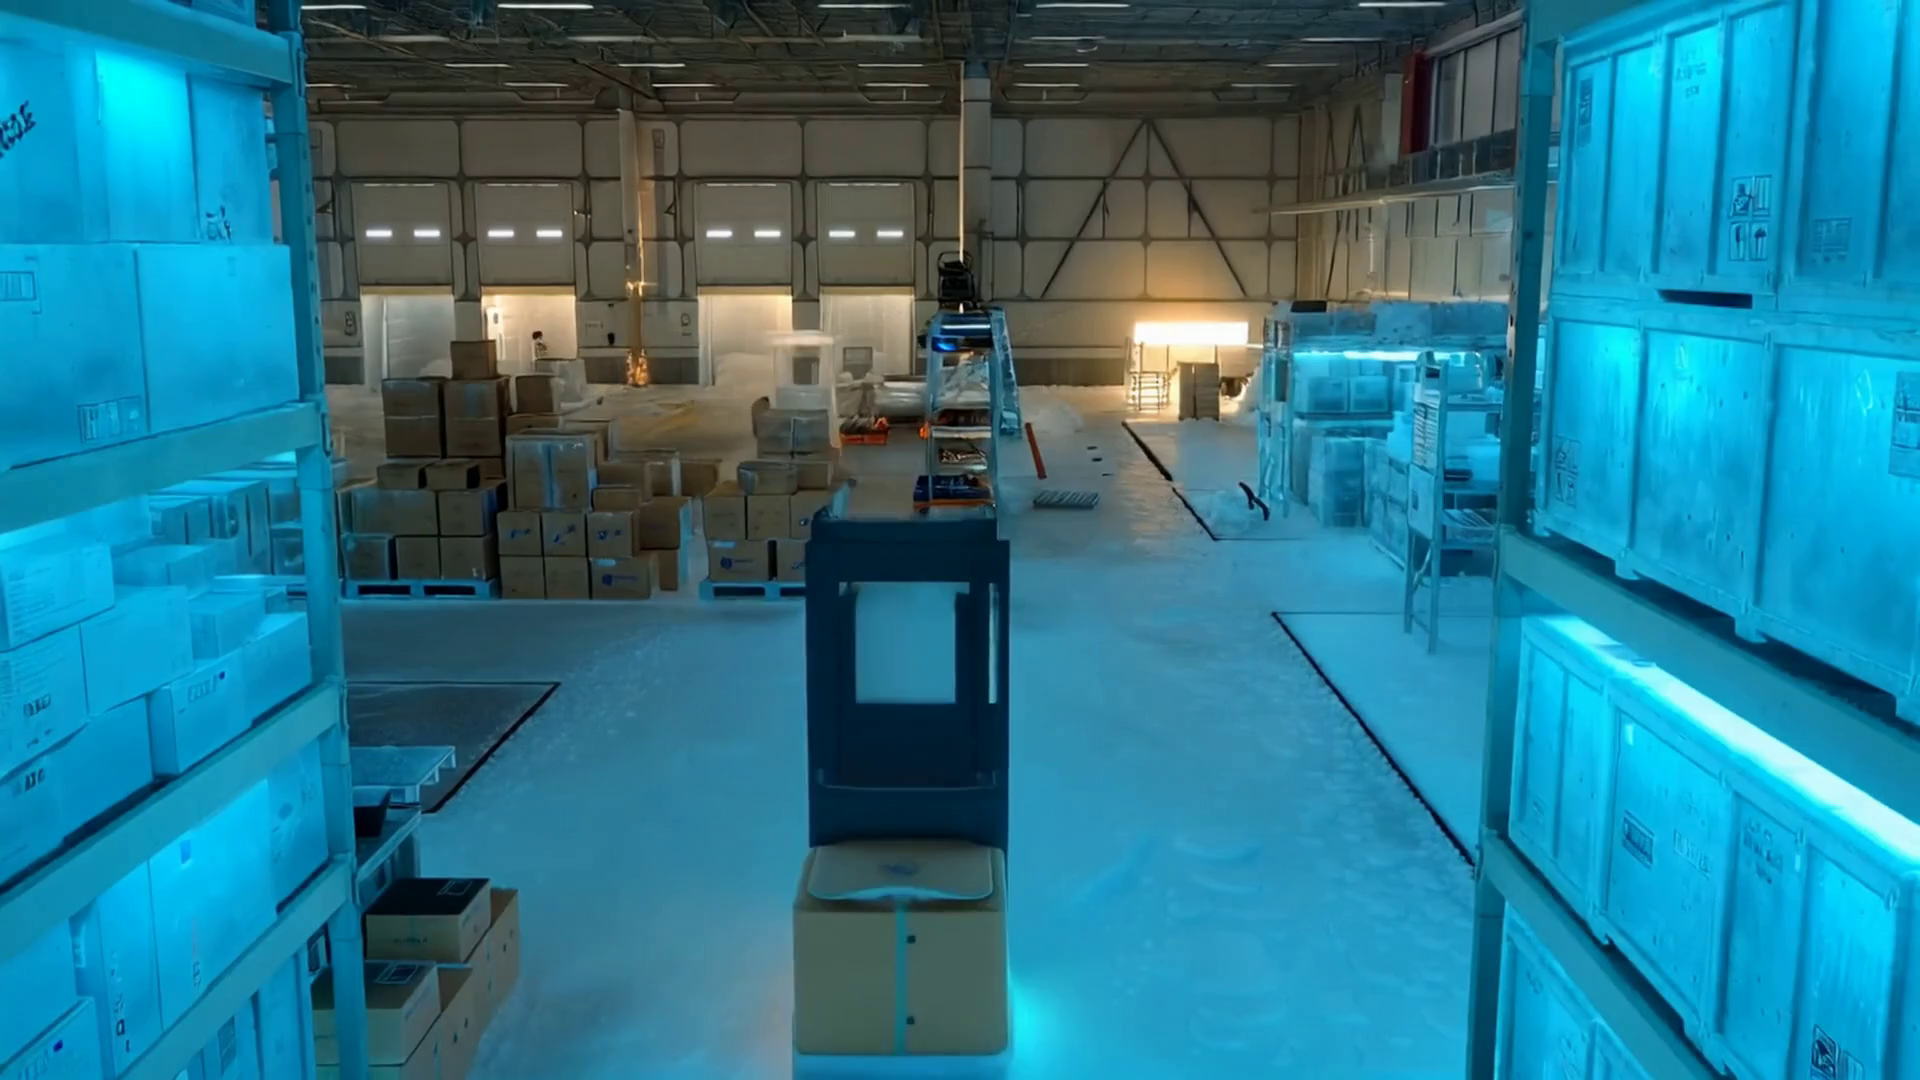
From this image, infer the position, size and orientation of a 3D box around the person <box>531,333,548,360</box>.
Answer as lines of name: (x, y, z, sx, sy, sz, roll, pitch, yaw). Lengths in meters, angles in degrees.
person: (-11.796, -4.829, 46.388, 0.886, 1.888, 0.603, -9, 13, -42)

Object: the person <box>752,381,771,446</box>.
person: (-3.281, -1.808, 28.904, 0.664, 1.919, 0.433, -2, 10, -10)

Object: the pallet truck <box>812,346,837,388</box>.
pallet truck: (-3.021, -4.312, 43.126, 1.885, 1.965, 0.823, 3, 10, 17)

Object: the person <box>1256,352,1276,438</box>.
person: (6.911, -3.227, 37.049, 0.627, 1.934, 0.372, 1, 10, 4)

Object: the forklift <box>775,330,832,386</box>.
forklift: (-2.607, -2.126, 27.965, 1.129, 2.768, 1.873, 0, 10, -3)

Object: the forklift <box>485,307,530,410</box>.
forklift: (-10.754, -4.150, 39.646, 1.129, 2.768, 1.873, 0, 10, 1)

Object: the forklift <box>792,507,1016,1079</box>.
forklift: (-0.280, 1.221, 8.659, 1.129, 2.768, 1.873, 0, 10, 1)
